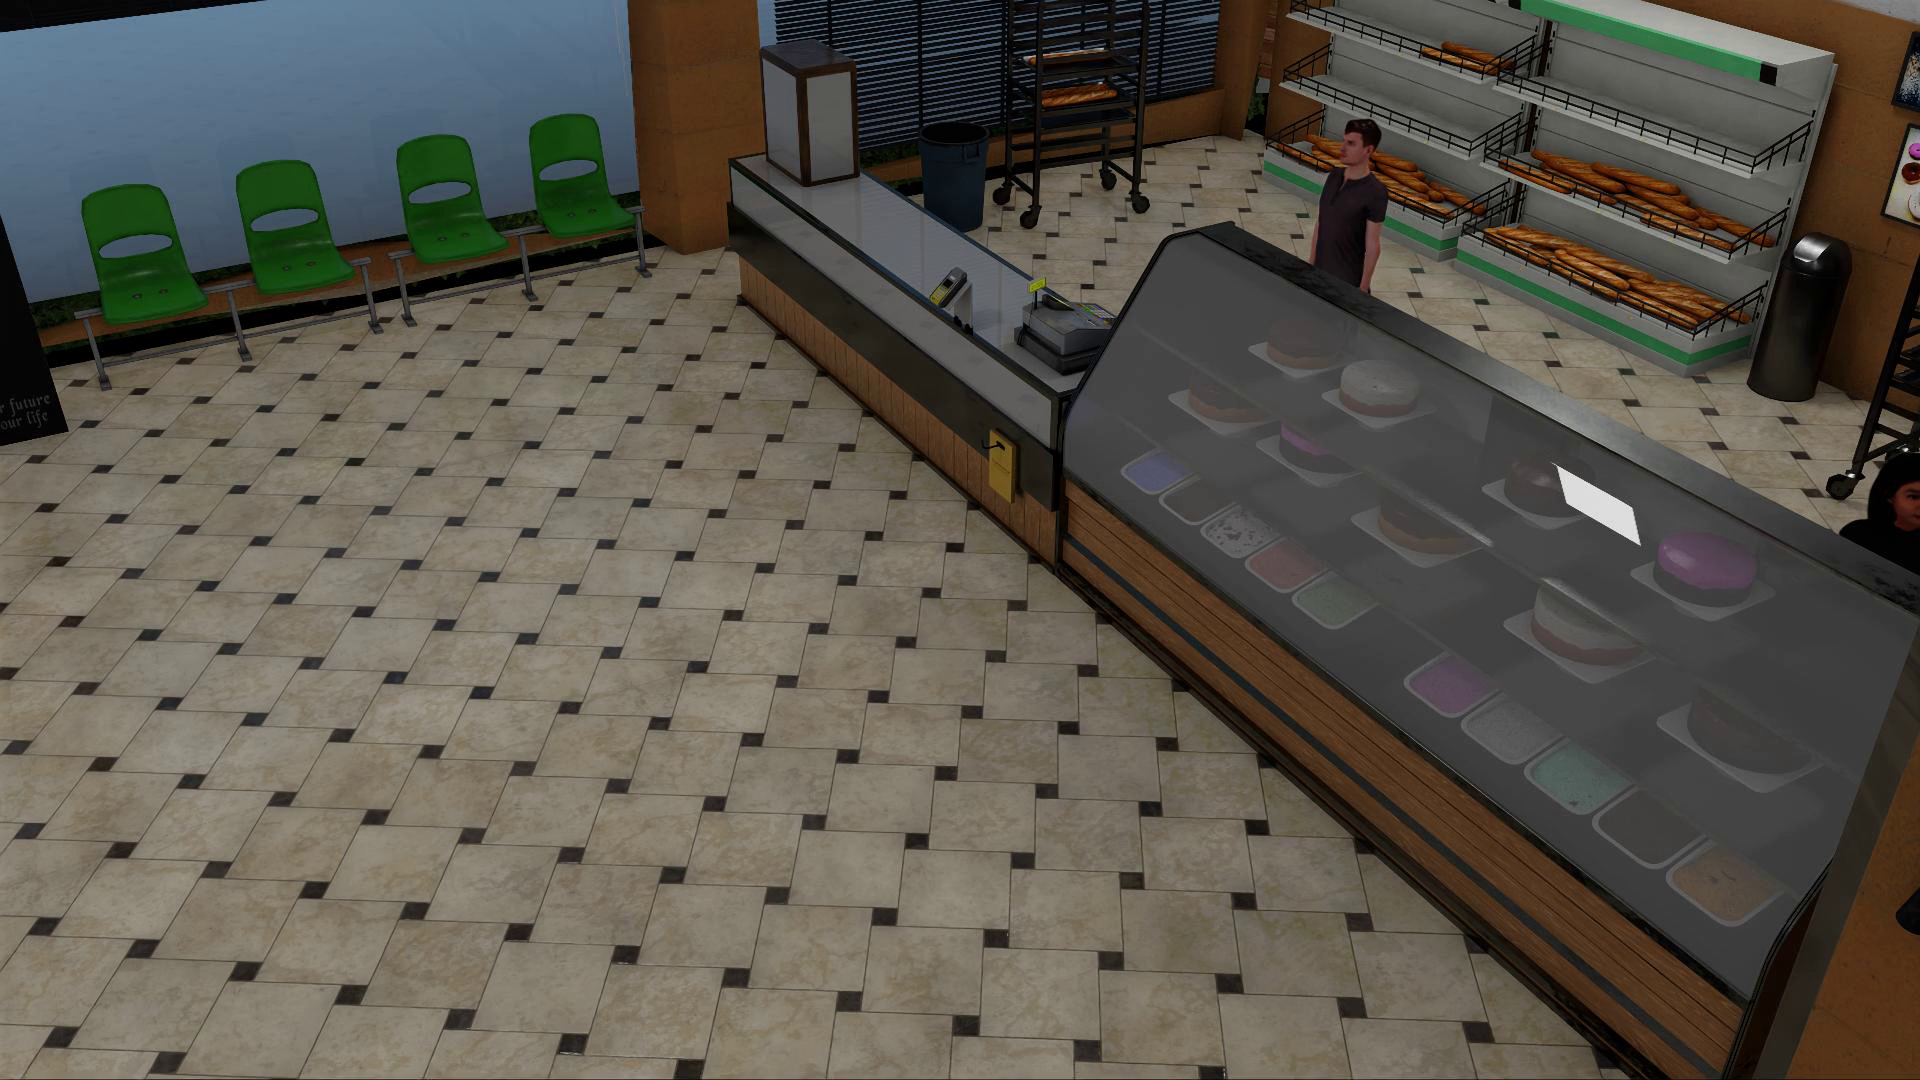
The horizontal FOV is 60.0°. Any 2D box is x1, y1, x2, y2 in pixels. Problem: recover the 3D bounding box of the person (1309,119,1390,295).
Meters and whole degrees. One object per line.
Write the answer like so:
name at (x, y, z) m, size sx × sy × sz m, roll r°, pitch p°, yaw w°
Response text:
person at (2.144, -1.457, 9.333) m, size 0.524 × 1.853 × 0.631 m, roll -17°, pitch 36°, yaw -25°
